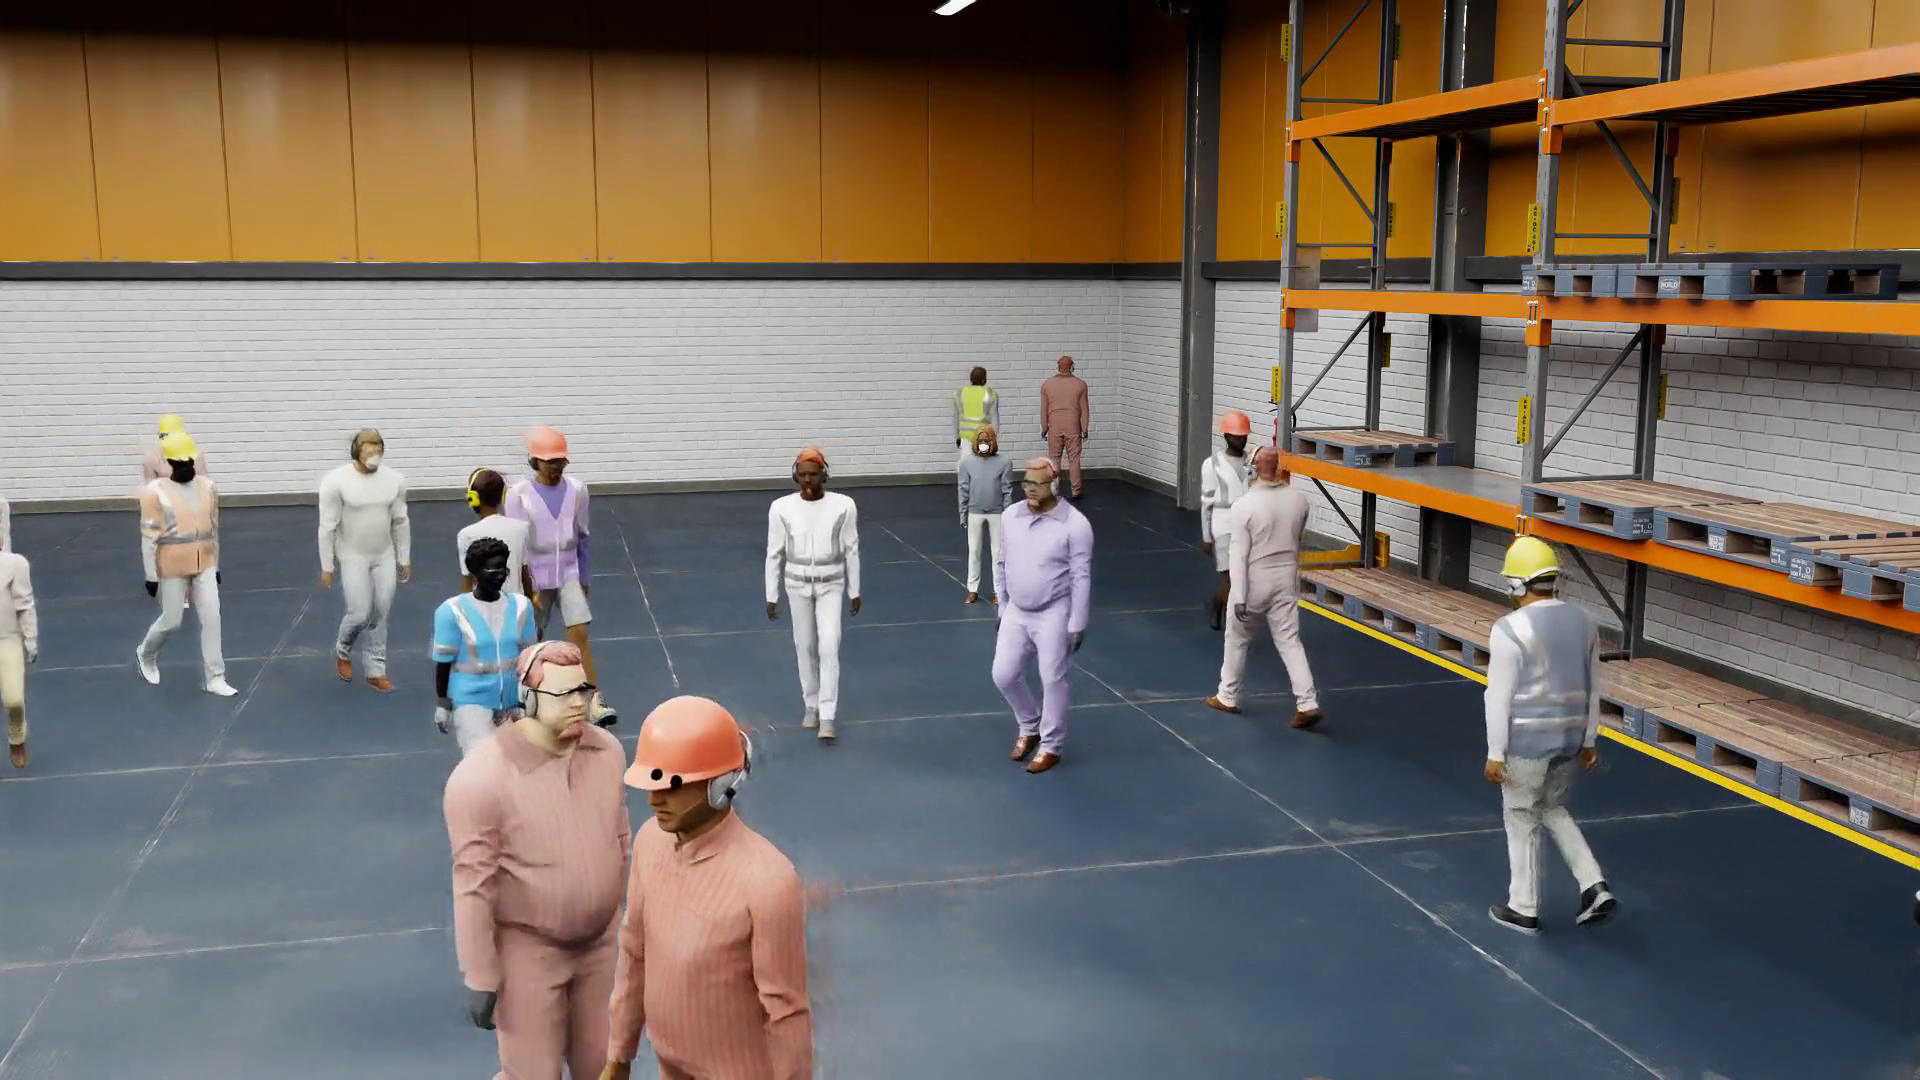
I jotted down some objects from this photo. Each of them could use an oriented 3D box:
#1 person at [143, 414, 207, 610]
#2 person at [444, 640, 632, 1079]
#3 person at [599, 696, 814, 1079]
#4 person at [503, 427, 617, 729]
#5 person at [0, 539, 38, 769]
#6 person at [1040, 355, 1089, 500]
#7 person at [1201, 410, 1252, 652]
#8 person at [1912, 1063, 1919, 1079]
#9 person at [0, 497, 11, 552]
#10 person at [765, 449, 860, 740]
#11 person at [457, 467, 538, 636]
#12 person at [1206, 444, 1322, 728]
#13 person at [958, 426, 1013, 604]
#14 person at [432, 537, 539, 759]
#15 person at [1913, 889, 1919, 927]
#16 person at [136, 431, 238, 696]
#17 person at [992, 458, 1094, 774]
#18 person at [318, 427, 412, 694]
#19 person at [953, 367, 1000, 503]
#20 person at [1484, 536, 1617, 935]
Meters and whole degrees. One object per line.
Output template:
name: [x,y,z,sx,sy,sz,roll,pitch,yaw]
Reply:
person: [-7.069,-0.284,15.039,0.531,1.737,0.804,-6,11,-34]
person: [-1.268,1.227,5.114,0.620,1.893,0.659,7,12,39]
person: [-0.656,1.346,4.142,0.523,1.975,0.614,-7,12,-38]
person: [-2.620,0.265,10.814,0.612,1.983,1.061,-7,11,-35]
person: [-5.695,0.622,9.752,0.523,1.622,0.367,-3,10,-21]
person: [1.390,-1.483,21.996,0.644,1.907,0.400,2,9,13]
person: [2.159,-0.105,13.355,0.545,1.918,0.775,-3,10,-20]
person: [3.474,1.257,5.229,0.961,1.795,0.517,9,12,43]
person: [-7.175,0.206,12.122,0.502,1.687,0.933,-5,10,-26]
person: [-0.955,0.355,10.690,0.602,1.848,0.865,0,9,1]
person: [-2.695,0.497,9.865,0.685,1.847,0.509,6,11,32]
person: [2.036,0.298,11.001,0.636,1.872,0.951,-4,10,-24]
person: [0.232,-0.225,15.024,0.493,1.624,0.280,1,9,4]
person: [-2.304,0.821,8.303,0.557,1.674,0.615,-9,13,-44]
person: [3.889,1.149,6.257,0.552,1.681,0.371,-3,10,-20]
person: [-5.556,0.159,11.817,0.854,1.897,0.586,6,11,32]
person: [0.469,0.451,9.944,0.670,1.894,0.432,6,11,34]
person: [-4.240,0.141,11.818,0.521,1.917,0.644,8,12,40]
person: [0.225,-1.323,21.366,0.644,1.792,0.949,3,10,18]
person: [2.628,0.896,7.474,0.604,1.809,0.584,-5,10,-28]
